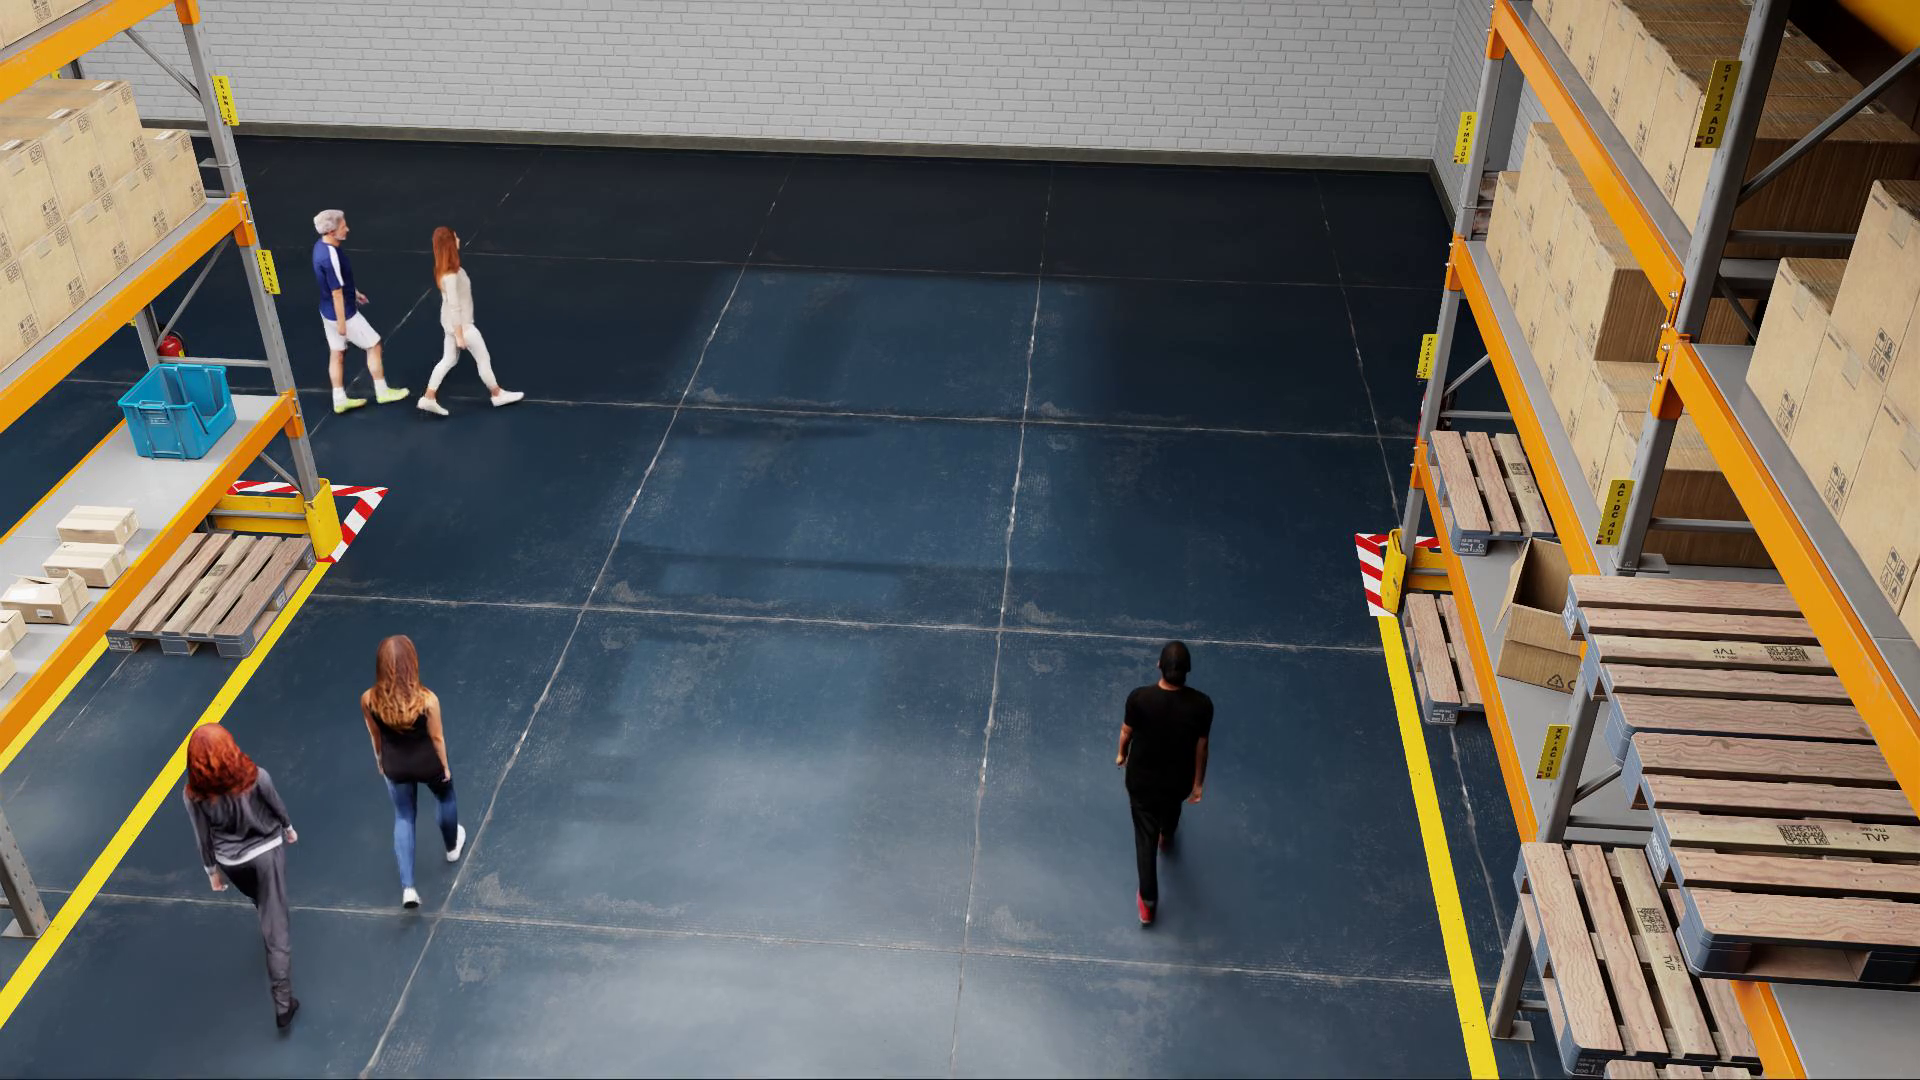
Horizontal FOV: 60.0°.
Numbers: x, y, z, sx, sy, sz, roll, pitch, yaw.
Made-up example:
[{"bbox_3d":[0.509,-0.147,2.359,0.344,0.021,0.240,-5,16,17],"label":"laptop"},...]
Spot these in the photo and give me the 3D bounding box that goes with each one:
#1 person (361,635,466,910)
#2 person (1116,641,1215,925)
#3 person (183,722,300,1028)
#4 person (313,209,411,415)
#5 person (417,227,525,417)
[{"bbox_3d":[-3.044,1.301,9.213,0.685,1.698,1.039,-2,34,-3],"label":"person"},{"bbox_3d":[1.100,1.355,9.115,0.691,1.717,1.116,0,34,0],"label":"person"},{"bbox_3d":[-3.634,1.724,8.548,0.821,1.730,1.231,-7,34,-10],"label":"person"},{"bbox_3d":[-5.255,-1.876,13.900,0.973,1.802,0.926,-22,39,-29],"label":"person"},{"bbox_3d":[-4.270,-1.778,13.862,1.072,1.680,1.132,-17,37,-24],"label":"person"}]
